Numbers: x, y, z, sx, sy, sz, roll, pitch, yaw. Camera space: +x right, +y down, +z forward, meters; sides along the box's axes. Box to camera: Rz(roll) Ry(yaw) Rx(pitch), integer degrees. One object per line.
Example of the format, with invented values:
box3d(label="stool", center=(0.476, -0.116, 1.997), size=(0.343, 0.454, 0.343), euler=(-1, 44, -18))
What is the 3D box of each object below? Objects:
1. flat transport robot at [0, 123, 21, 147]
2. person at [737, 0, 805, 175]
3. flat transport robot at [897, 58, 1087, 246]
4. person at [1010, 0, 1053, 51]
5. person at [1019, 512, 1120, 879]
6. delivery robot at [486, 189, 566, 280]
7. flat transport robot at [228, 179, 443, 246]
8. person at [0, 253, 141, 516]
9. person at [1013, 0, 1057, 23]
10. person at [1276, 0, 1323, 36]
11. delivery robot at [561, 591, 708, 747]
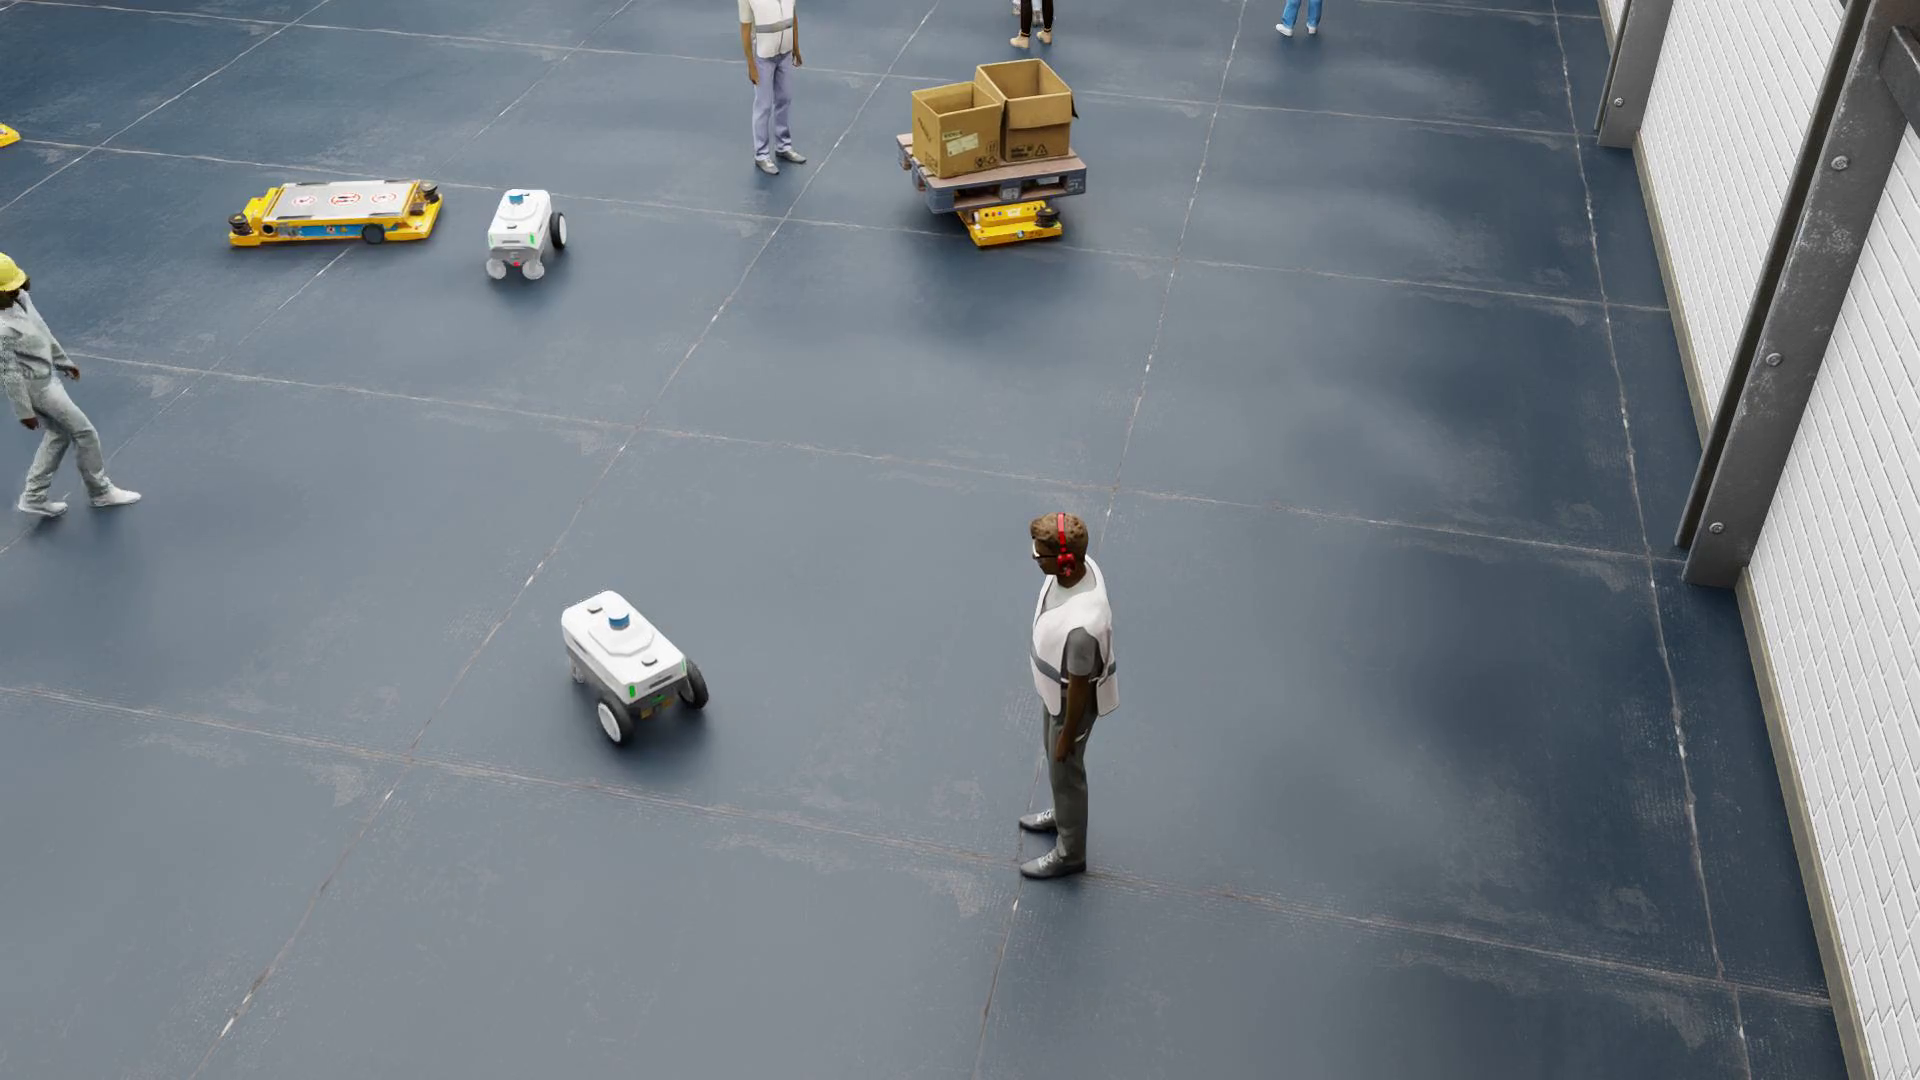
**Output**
box3d(label="flat transport robot", center=(-8.492, -3.183, 13.477), size=(0.659, 0.231, 1.431), euler=(27, 45, 32))
box3d(label="person", center=(-1.483, -3.789, 12.986), size=(0.384, 1.836, 0.564), euler=(27, 45, 32))
box3d(label="flat transport robot", center=(0.243, -2.684, 12.811), size=(0.659, 0.231, 1.431), euler=(-10, 38, -14))
box3d(label="person", center=(0.679, -5.335, 15.162), size=(0.534, 1.699, 0.318), euler=(-20, 41, -24))
box3d(label="person", center=(0.464, 0.655, 7.038), size=(0.400, 1.831, 0.573), euler=(-2, 37, -3))
box3d(label="delivery robot", center=(-3.163, -2.236, 11.962), size=(0.521, 0.583, 0.737), euler=(-1, 37, -2))
box3d(label="flat transport robot", center=(-4.683, -2.459, 12.510), size=(1.431, 0.231, 0.659), euler=(-3, 37, -3))
box3d(label="person", center=(-5.093, -0.835, 9.134), size=(0.598, 1.702, 0.497), euler=(-15, 39, -20))
box3d(label="person", center=(0.791, -5.880, 15.761), size=(0.582, 1.853, 0.621), euler=(16, 40, 20))
box3d(label="person", center=(3.245, -5.550, 15.425), size=(0.496, 1.729, 0.365), euler=(-7, 37, -9))
box3d(label="delivery robot", center=(-1.645, 0.582, 8.187), size=(0.499, 0.577, 0.769), euler=(-27, 44, -31))
